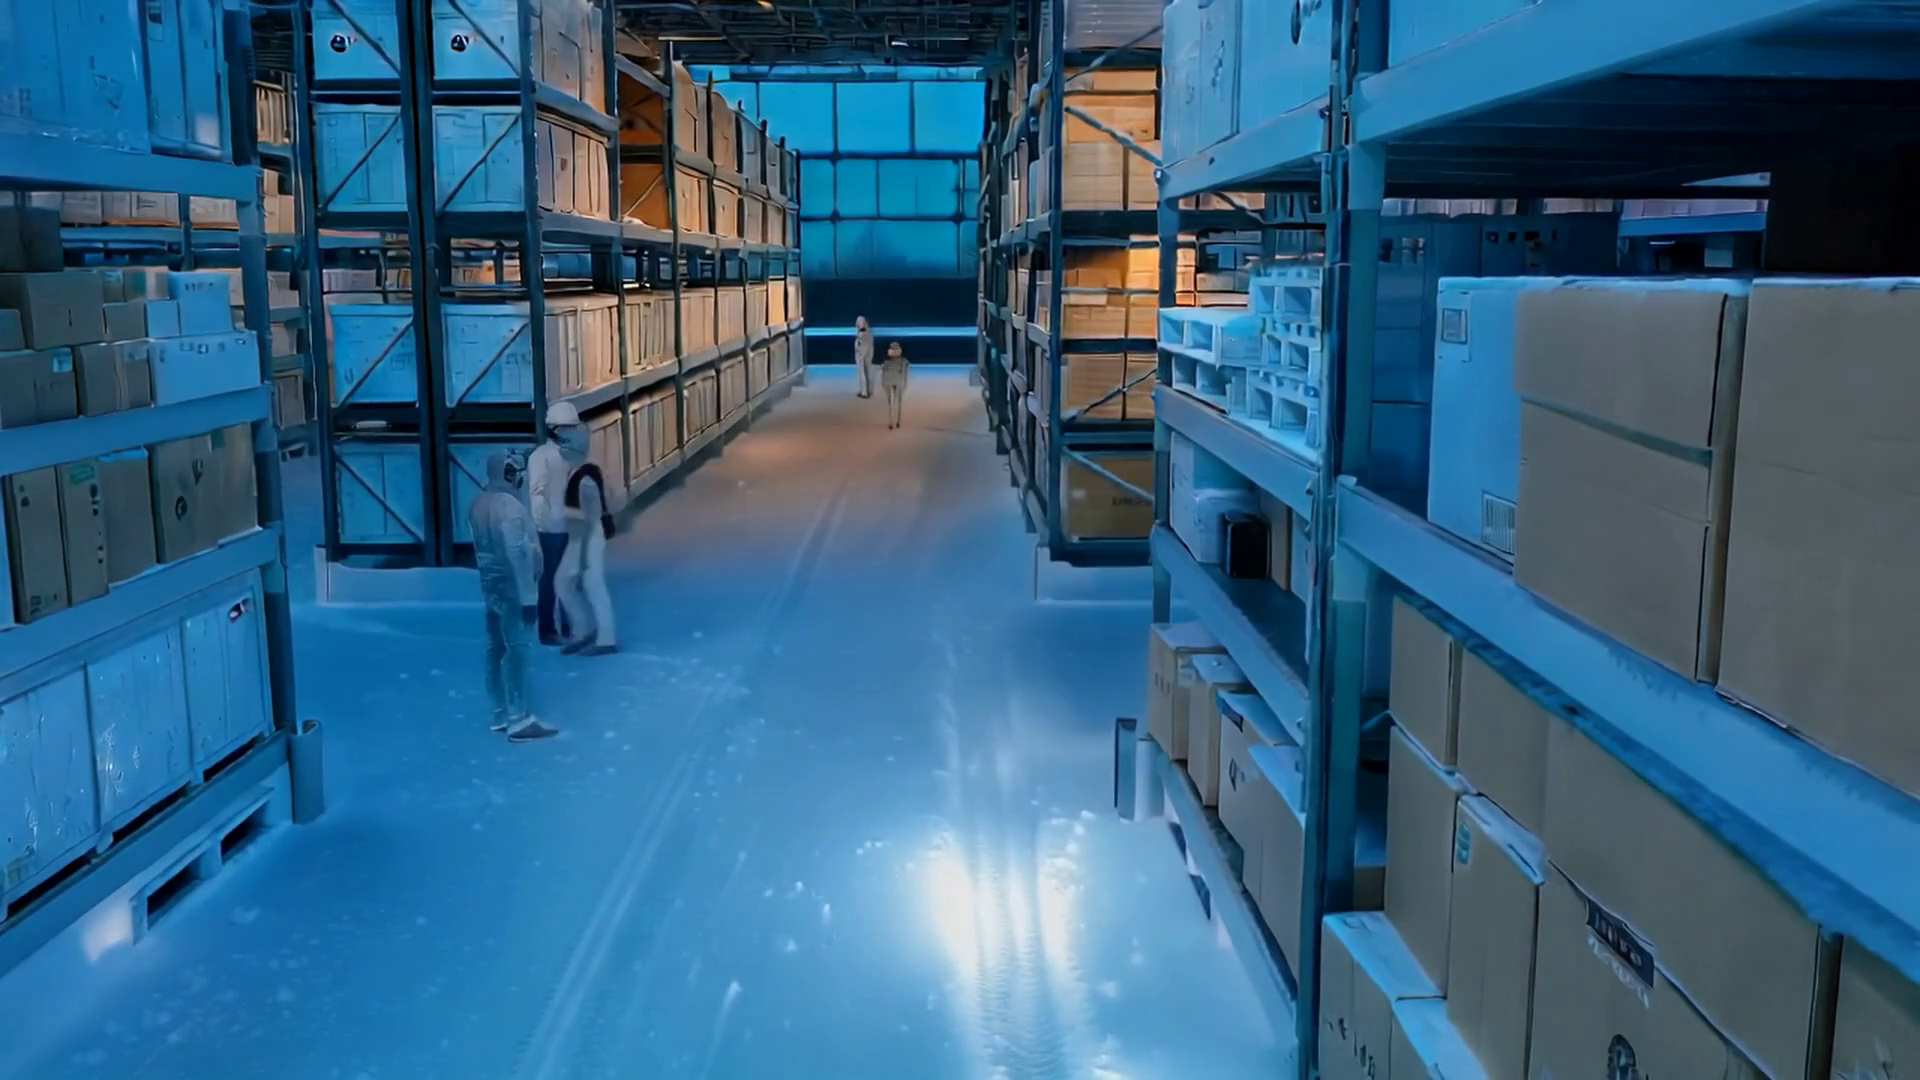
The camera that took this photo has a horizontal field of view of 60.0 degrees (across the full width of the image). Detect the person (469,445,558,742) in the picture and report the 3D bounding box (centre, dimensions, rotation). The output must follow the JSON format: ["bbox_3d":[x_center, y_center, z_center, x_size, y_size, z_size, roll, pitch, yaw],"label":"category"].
[{"bbox_3d":[-2.886,0.340,10.737,0.408,1.913,0.641,-8,12,-39],"label":"person"}]

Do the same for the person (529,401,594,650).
[{"bbox_3d":[-3.197,-0.123,13.356,0.413,1.984,0.621,4,10,22],"label":"person"}]

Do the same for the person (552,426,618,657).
[{"bbox_3d":[-2.962,0.023,12.923,0.602,1.818,0.594,-4,10,-25],"label":"person"}]

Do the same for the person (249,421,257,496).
[{"bbox_3d":[-9.578,-1.383,22.140,0.500,1.636,0.282,1,9,8],"label":"person"}]

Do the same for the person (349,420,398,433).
[{"bbox_3d":[-6.891,-1.072,19.546,0.598,1.864,1.017,-1,9,-5],"label":"person"}]

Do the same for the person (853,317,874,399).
[{"bbox_3d":[-2.282,-4.271,39.026,0.403,1.904,0.651,-6,11,-34],"label":"person"}]

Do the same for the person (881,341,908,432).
[{"bbox_3d":[-1.220,-2.879,31.128,0.499,1.697,0.900,-1,9,-4],"label":"person"}]
